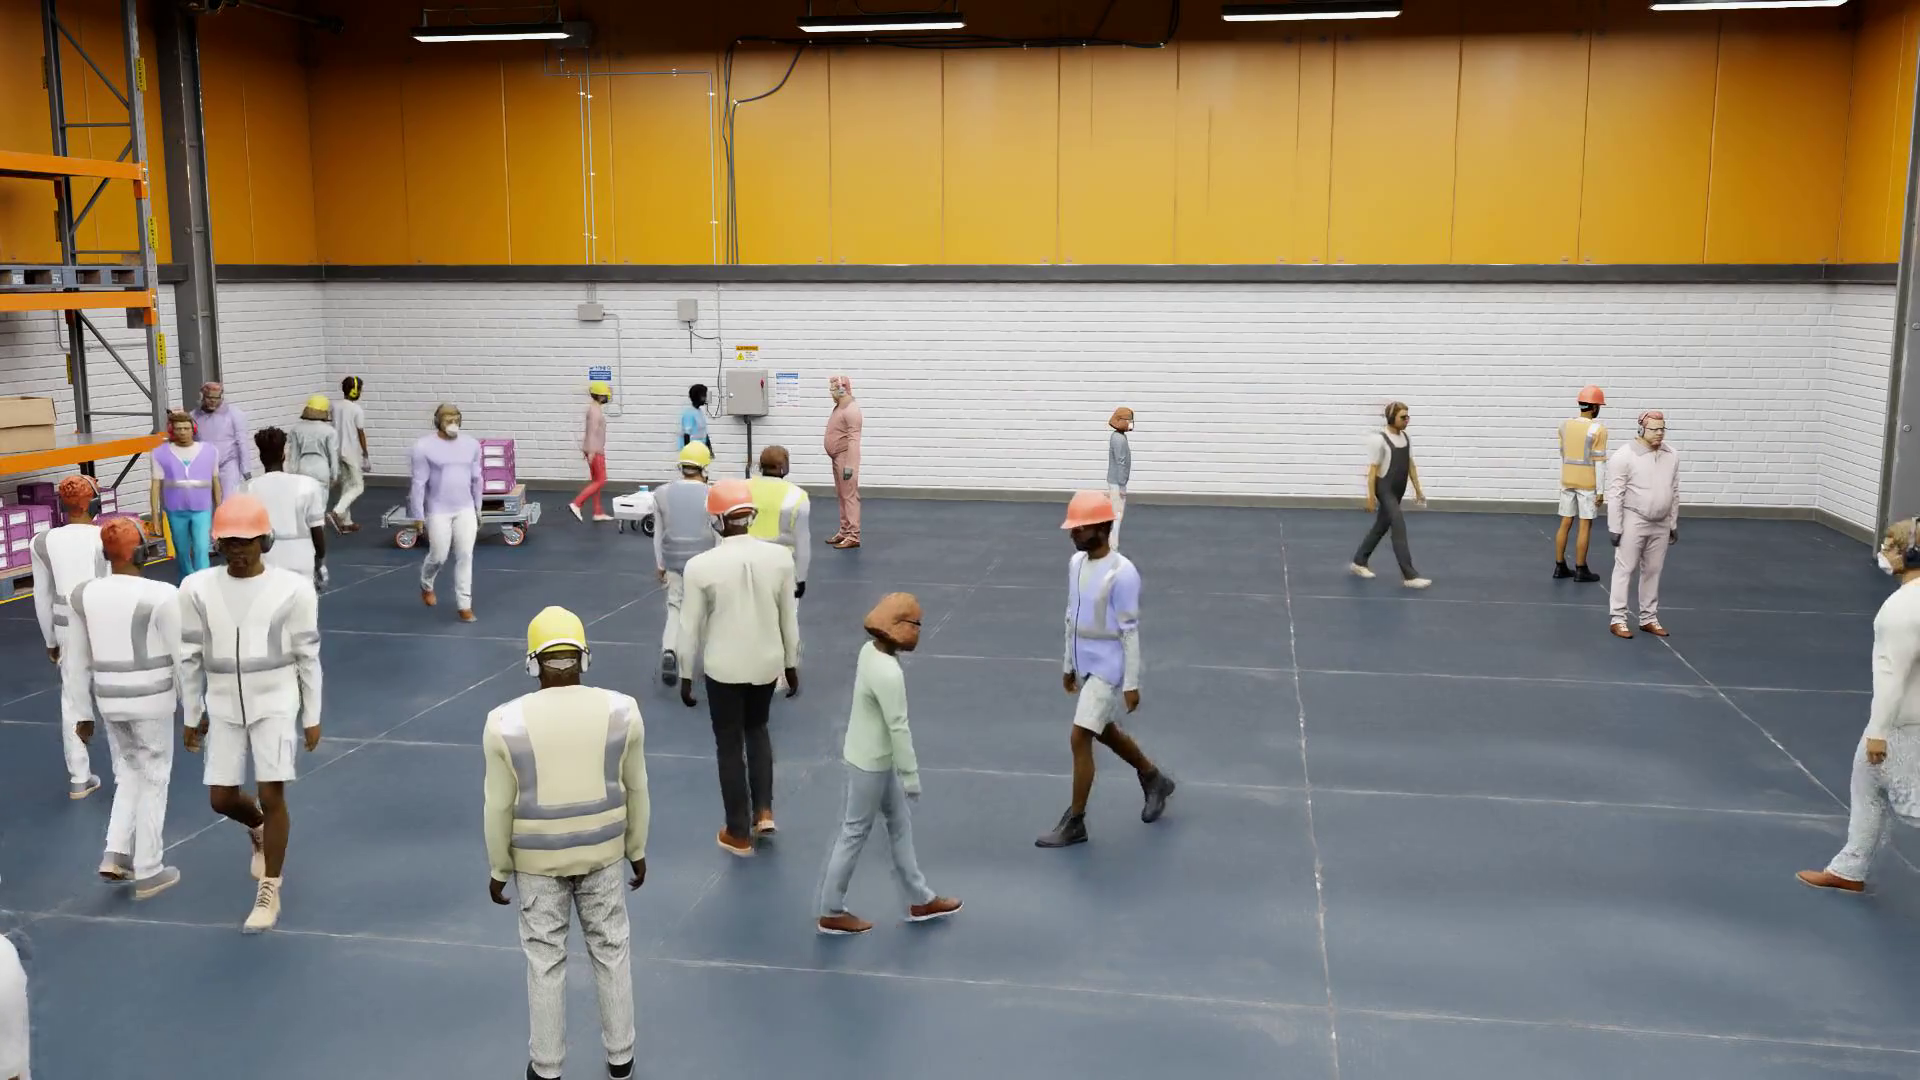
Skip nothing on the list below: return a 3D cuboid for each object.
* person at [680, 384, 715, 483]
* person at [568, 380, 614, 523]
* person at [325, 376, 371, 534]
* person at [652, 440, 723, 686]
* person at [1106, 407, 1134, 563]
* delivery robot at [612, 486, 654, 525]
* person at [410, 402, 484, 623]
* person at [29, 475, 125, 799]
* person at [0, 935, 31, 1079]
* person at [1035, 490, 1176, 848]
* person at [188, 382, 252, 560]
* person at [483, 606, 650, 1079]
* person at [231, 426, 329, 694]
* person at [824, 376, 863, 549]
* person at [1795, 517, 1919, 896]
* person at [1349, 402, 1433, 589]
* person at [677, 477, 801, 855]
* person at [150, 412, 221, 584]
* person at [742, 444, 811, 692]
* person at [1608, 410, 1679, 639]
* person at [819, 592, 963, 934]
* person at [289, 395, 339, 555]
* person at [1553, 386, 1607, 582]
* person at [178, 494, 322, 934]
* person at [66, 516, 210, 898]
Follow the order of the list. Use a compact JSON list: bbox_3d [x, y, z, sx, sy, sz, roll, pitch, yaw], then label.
[{"bbox_3d":[-3.181,-1.075,20.345,0.645,1.662,0.557,1,9,5],"label":"person"},{"bbox_3d":[-4.464,-1.063,20.089,0.503,1.745,0.517,-4,10,-21],"label":"person"},{"bbox_3d":[-7.117,-0.962,19.161,0.583,1.843,0.629,5,10,28],"label":"person"},{"bbox_3d":[-1.980,0.173,12.224,0.594,1.806,0.763,1,9,6],"label":"person"},{"bbox_3d":[1.675,-0.572,17.378,0.281,1.631,0.507,0,9,0],"label":"person"},{"bbox_3d":[-3.662,-0.385,19.265,0.707,0.478,0.477,4,10,21],"label":"delivery robot"},{"bbox_3d":[-4.498,-0.259,14.553,0.638,1.923,0.749,-7,12,-37],"label":"person"},{"bbox_3d":[-4.996,0.561,9.582,0.575,1.882,0.355,0,9,-3],"label":"person"},{"bbox_3d":[-2.322,1.499,3.844,0.554,1.852,0.433,5,10,29],"label":"person"},{"bbox_3d":[0.812,0.664,8.936,0.914,1.906,0.558,-5,10,-27],"label":"person"},{"bbox_3d":[-7.872,-0.727,17.542,0.743,1.888,0.390,0,9,1],"label":"person"},{"bbox_3d":[-1.444,1.147,6.128,0.596,1.821,0.403,-4,10,-22],"label":"person"},{"bbox_3d":[-4.796,0.174,11.752,0.626,1.953,0.605,-3,10,-17],"label":"person"},{"bbox_3d":[-1.294,-0.859,18.337,0.406,1.902,0.639,-3,10,-16],"label":"person"},{"bbox_3d":[4.521,0.845,7.791,0.932,1.907,0.635,8,12,42],"label":"person"},{"bbox_3d":[4.174,-0.452,16.165,0.533,1.803,0.986,-9,13,-43],"label":"person"},{"bbox_3d":[-1.169,0.655,8.700,0.643,1.972,0.462,-5,10,-29],"label":"person"},{"bbox_3d":[-6.951,-0.263,14.961,0.585,1.801,0.971,-5,10,-26],"label":"person"},{"bbox_3d":[-1.384,0.237,11.808,0.657,1.818,0.722,2,9,11],"label":"person"},{"bbox_3d":[5.685,-0.127,13.807,0.640,1.902,0.402,-3,10,-16],"label":"person"},{"bbox_3d":[-0.305,1.021,7.589,0.768,1.586,0.516,-2,9,-11],"label":"person"},{"bbox_3d":[-6.933,-0.699,17.871,0.518,1.718,0.378,-1,9,-6],"label":"person"},{"bbox_3d":[6.119,-0.548,16.320,0.382,1.931,0.540,-5,11,-31],"label":"person"},{"bbox_3d":[-3.299,0.775,7.797,0.623,2.031,0.666,-1,9,-6],"label":"person"},{"bbox_3d":[-3.973,0.808,8.094,0.580,1.869,0.414,2,9,13],"label":"person"}]
